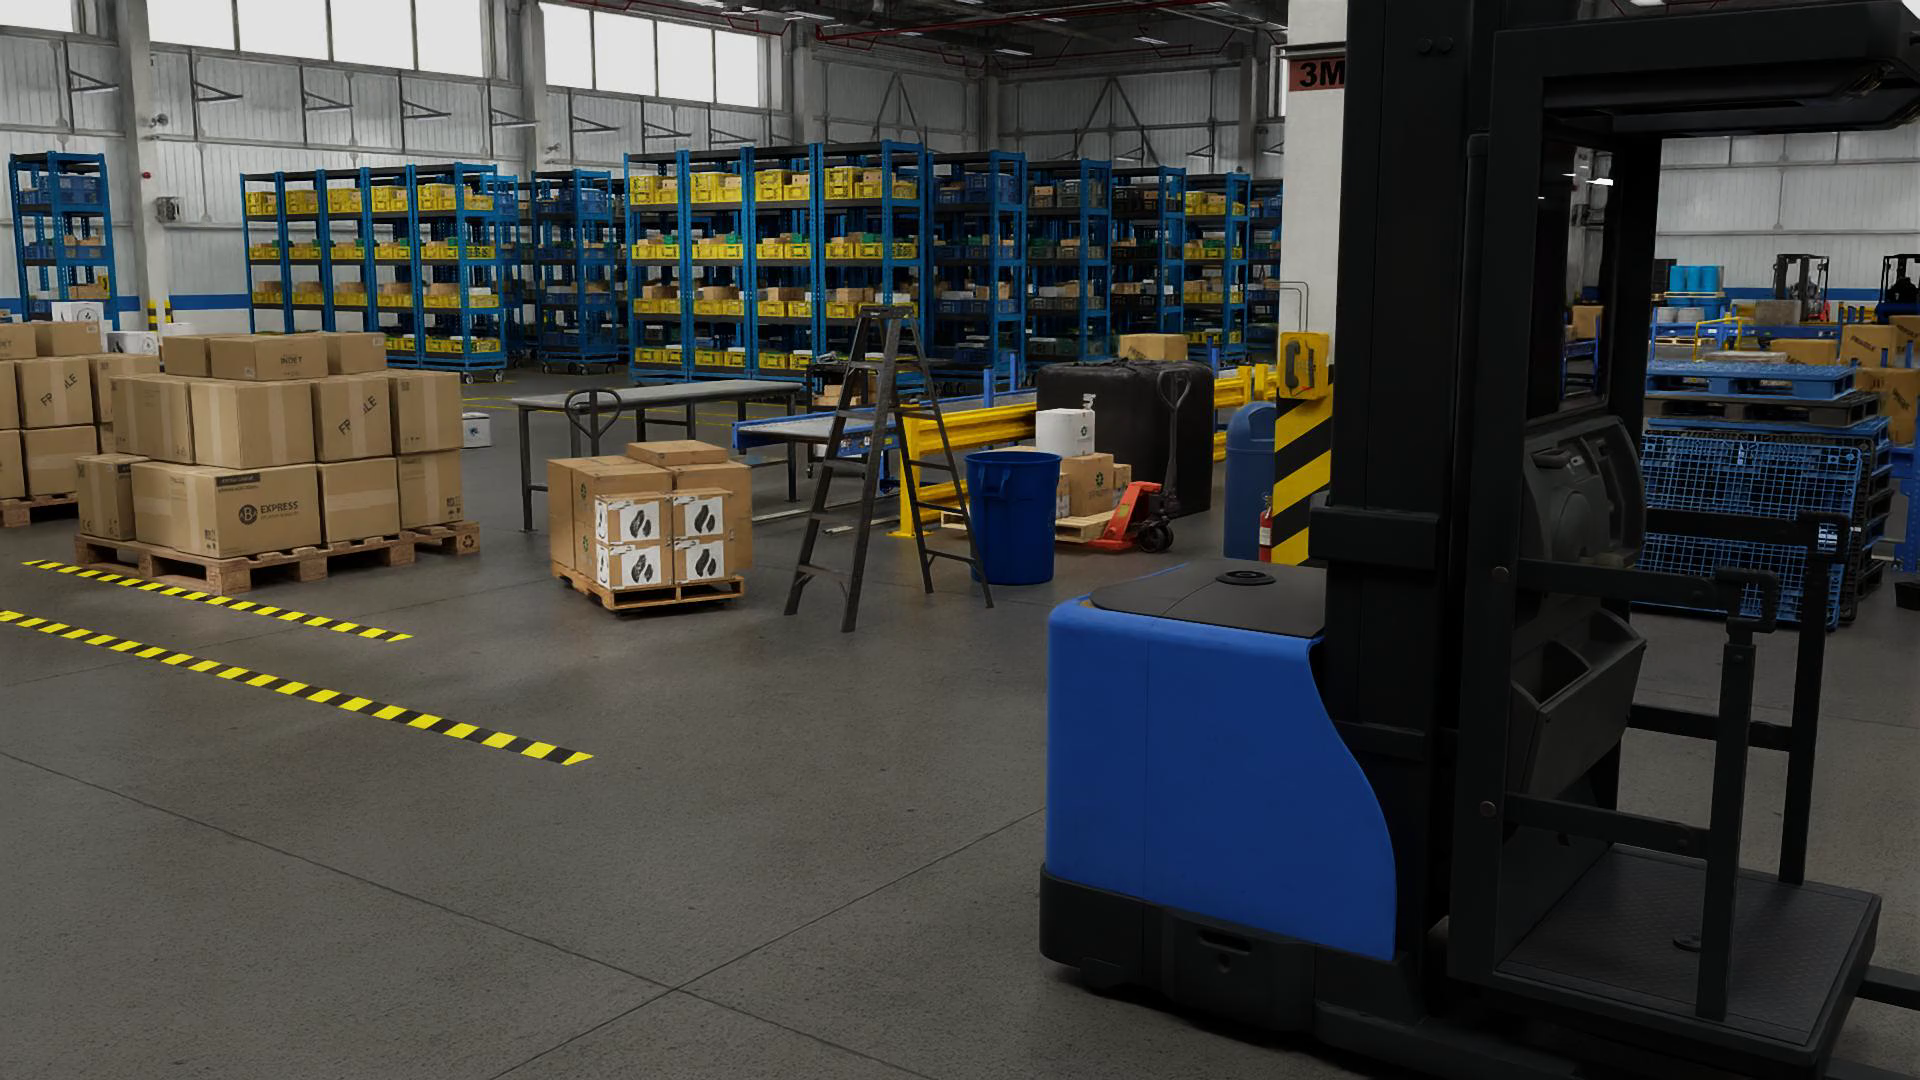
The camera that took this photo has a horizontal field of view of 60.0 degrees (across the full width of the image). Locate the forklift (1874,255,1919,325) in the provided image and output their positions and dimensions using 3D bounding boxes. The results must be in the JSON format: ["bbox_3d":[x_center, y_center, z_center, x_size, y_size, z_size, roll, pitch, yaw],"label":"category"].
[{"bbox_3d":[22.089,-5.634,38.796,1.157,1.987,2.680,6,11,33],"label":"forklift"}]

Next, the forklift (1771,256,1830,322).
[{"bbox_3d":[20.253,-5.854,40.139,1.157,1.987,2.680,7,12,35],"label":"forklift"}]

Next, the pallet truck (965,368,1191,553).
[{"bbox_3d":[0.845,-0.609,11.869,1.630,1.274,0.653,7,12,35],"label":"pallet truck"}]

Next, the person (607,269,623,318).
[{"bbox_3d":[-8.392,-5.731,40.811,0.603,1.823,0.425,-4,10,-21],"label":"person"}]

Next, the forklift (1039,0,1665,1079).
[{"bbox_3d":[1.249,-0.137,4.360,1.873,2.768,1.129,7,12,35],"label":"forklift"}]

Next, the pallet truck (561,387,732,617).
[{"bbox_3d":[-1.981,-0.274,10.088,0.680,1.201,1.601,-5,11,-28],"label":"pallet truck"}]
